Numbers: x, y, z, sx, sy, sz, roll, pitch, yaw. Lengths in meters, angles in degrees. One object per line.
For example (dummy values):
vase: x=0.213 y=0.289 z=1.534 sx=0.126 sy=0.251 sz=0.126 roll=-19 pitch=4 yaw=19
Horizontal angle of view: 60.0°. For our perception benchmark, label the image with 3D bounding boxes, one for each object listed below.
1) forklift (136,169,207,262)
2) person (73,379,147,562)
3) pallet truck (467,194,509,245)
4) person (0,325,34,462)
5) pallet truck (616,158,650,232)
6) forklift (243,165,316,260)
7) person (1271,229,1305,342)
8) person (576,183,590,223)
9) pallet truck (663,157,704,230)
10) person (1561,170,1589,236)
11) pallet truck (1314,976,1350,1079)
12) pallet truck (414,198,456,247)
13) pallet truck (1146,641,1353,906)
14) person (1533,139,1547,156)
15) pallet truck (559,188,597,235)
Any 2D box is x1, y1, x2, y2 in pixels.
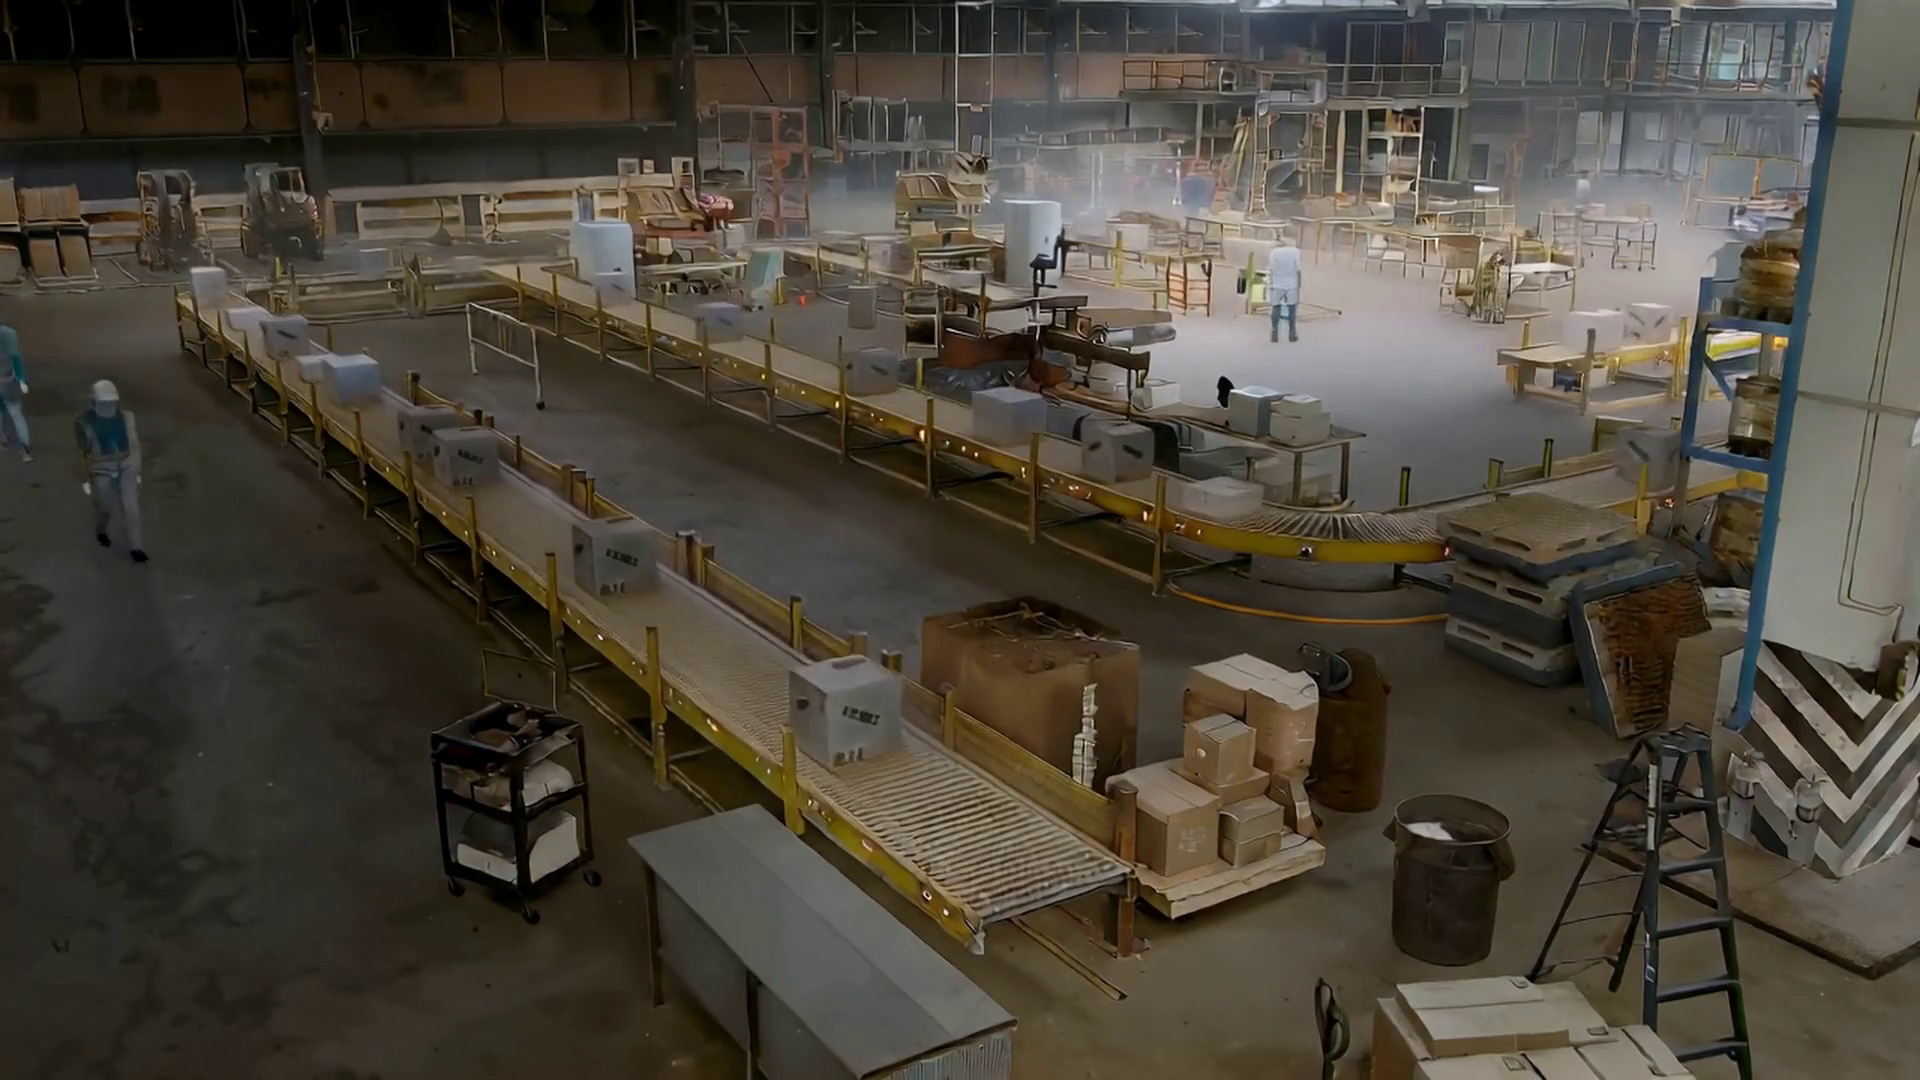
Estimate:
forklift: x=-17.842 y=-7.318 z=37.559 sx=1.157 sy=1.987 sz=2.680 roll=-10 pitch=20 yaw=-31
person: x=-8.350 y=-0.698 z=16.350 sx=0.720 sy=1.811 sz=0.601 roll=16 pitch=23 yaw=42
pallet truck: x=-11.983 y=-8.177 z=42.137 sx=0.704 sy=1.261 sz=1.522 roll=-11 pitch=20 yaw=-33
person: x=-11.759 y=-1.968 z=20.333 sx=0.624 sy=1.983 sz=0.909 roll=-8 pitch=18 yaw=-24
pallet truck: x=-8.918 y=-9.176 z=44.255 sx=0.823 sy=1.965 sz=1.885 roll=-9 pitch=19 yaw=-27
forklift: x=-15.898 y=-7.669 z=38.708 sx=1.157 sy=1.987 sz=2.680 roll=-11 pitch=20 yaw=-33
person: x=5.566 y=-4.313 z=28.247 sx=0.542 sy=1.904 sz=0.560 roll=11 pitch=20 yaw=32
person: x=-8.811 y=-7.471 z=38.976 sx=0.308 sy=1.769 sz=0.525 roll=-11 pitch=20 yaw=-33
pallet truck: x=-7.586 y=-9.308 z=44.692 sx=0.823 sy=1.965 sz=1.885 roll=-11 pitch=20 yaw=-33
person: x=16.236 y=-8.861 z=43.702 sx=0.516 sy=1.702 sz=0.869 roll=-9 pitch=19 yaw=-27
pallet truck: x=2.299 y=2.390 z=7.086 sx=1.601 sy=1.201 sz=0.680 roll=-2 pitch=17 yaw=-7
pallet truck: x=-13.250 y=-8.060 z=41.856 sx=0.680 sy=1.201 sz=1.601 roll=-10 pitch=20 yaw=-31
pallet truck: x=1.664 y=1.407 z=10.232 sx=1.630 sy=1.274 sz=0.653 roll=-10 pitch=20 yaw=-31
person: x=23.960 y=-16.507 z=68.910 sx=0.710 sy=1.843 sz=0.995 roll=7 pitch=18 yaw=23
pallet truck: x=-10.010 y=-8.652 z=43.699 sx=0.653 sy=1.274 sz=1.630 roll=-10 pitch=20 yaw=-31
